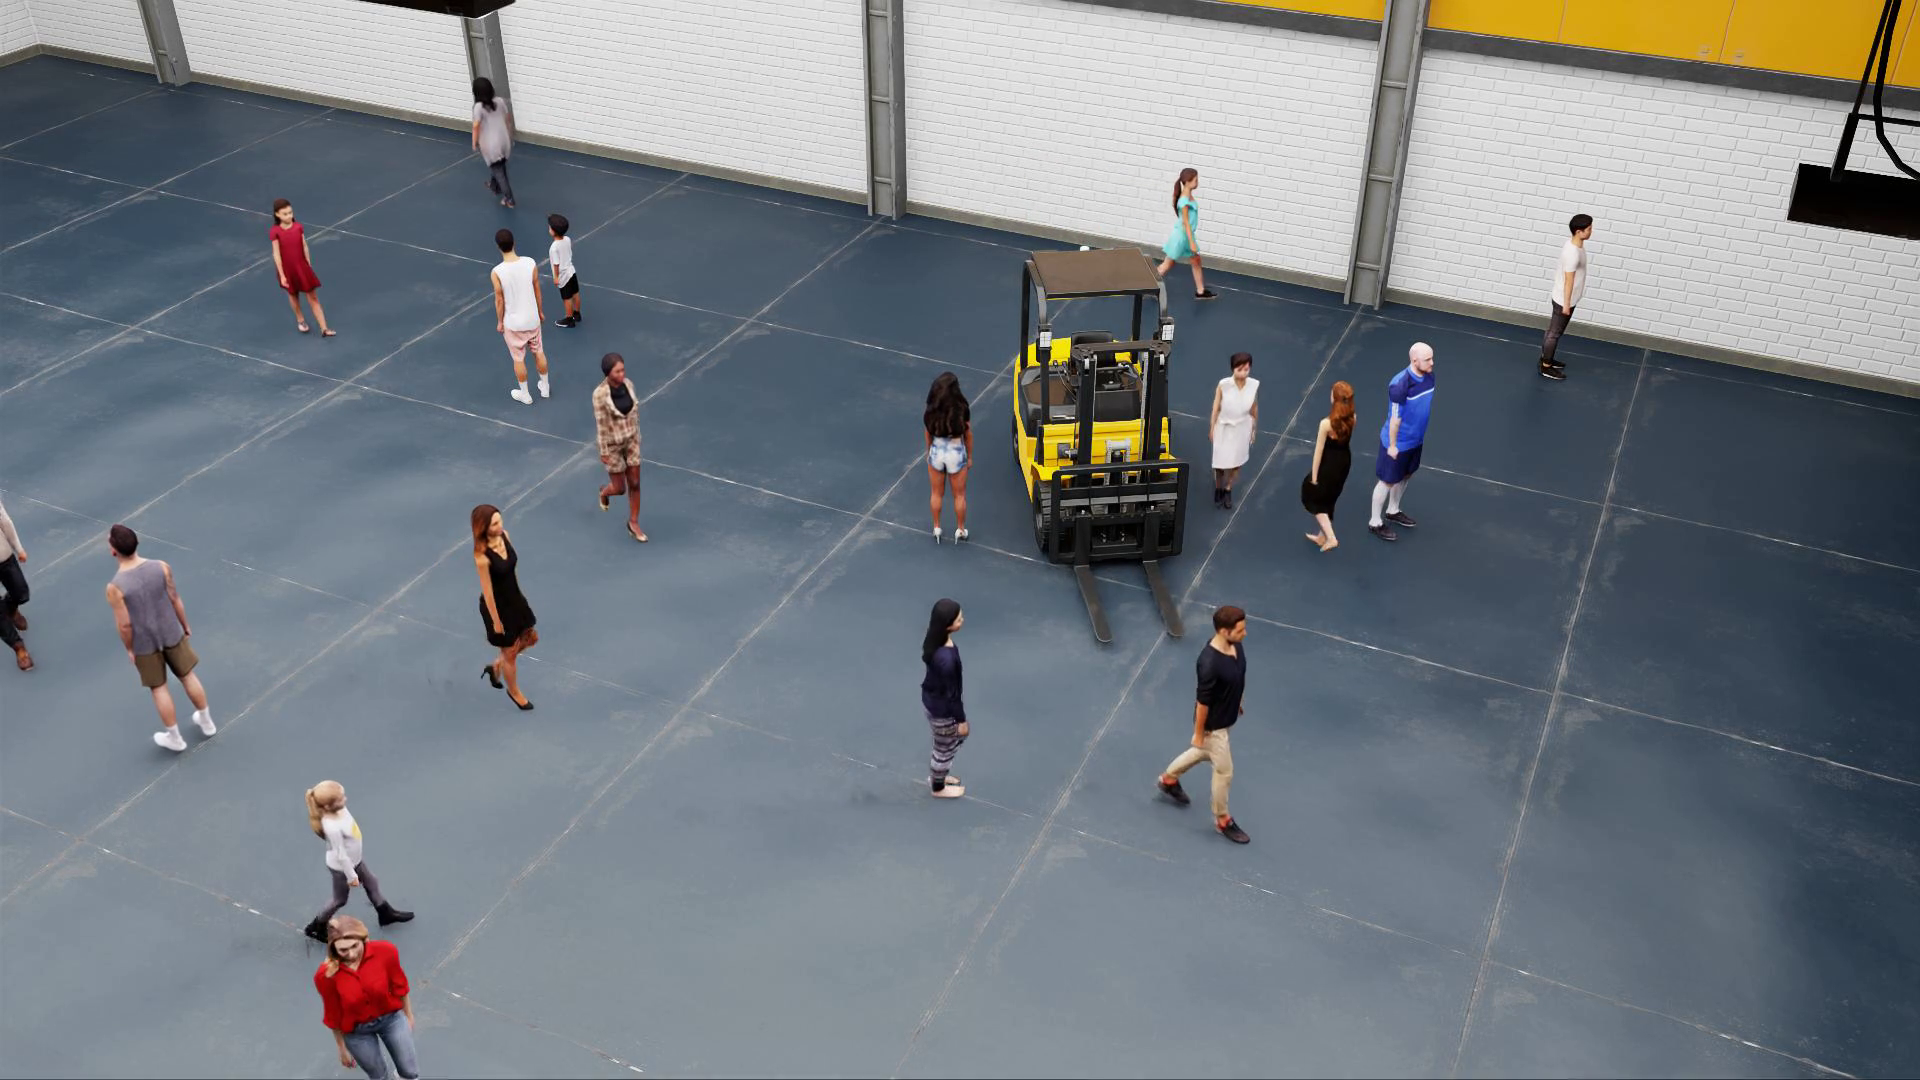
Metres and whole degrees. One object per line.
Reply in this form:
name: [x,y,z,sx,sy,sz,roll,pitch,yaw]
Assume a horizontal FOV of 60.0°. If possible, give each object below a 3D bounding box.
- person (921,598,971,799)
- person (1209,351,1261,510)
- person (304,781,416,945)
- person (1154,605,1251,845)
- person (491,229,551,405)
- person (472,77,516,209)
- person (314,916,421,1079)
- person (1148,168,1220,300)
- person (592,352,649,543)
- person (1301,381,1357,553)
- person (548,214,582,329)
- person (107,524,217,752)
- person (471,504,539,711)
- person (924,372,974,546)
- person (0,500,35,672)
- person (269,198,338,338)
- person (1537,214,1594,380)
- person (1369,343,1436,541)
person: [-0.184,1.112,11.386,0.770,1.726,0.733,-7,34,-10]
person: [2.397,-1.003,14.730,0.683,1.546,0.748,-4,34,-6]
person: [-3.929,2.029,10.421,0.945,1.267,0.831,-7,34,-10]
person: [1.649,1.170,11.203,1.018,1.833,0.705,17,37,24]
person: [-4.303,-2.179,16.289,0.727,1.781,0.729,-23,40,-30]
person: [-5.704,-4.887,20.548,1.019,1.576,0.786,25,41,32]
person: [-3.245,2.619,9.146,0.755,1.696,0.802,-17,37,-24]
person: [2.363,-3.310,18.226,1.112,1.520,0.678,8,34,12]
person: [-2.952,-0.807,14.224,0.916,1.780,0.753,29,43,36]
person: [3.181,-0.559,14.009,0.775,1.606,0.854,-18,38,-25]
person: [-4.238,-2.894,17.834,0.493,1.262,0.483,13,36,19]
person: [-5.719,0.684,11.815,0.648,1.840,0.679,25,41,32]
person: [-3.425,0.506,12.207,0.771,1.826,0.652,8,34,12]
person: [-0.104,-0.679,14.183,0.572,1.613,0.673,6,34,10]
person: [-7.475,0.123,12.762,0.888,1.851,1.051,-26,41,-33]
person: [-7.077,-2.893,17.599,0.829,1.520,1.053,-23,40,-31]
person: [6.116,-2.485,16.802,0.566,1.722,0.647,10,35,15]
person: [3.798,-0.870,14.265,0.751,1.840,0.731,-25,41,-32]
